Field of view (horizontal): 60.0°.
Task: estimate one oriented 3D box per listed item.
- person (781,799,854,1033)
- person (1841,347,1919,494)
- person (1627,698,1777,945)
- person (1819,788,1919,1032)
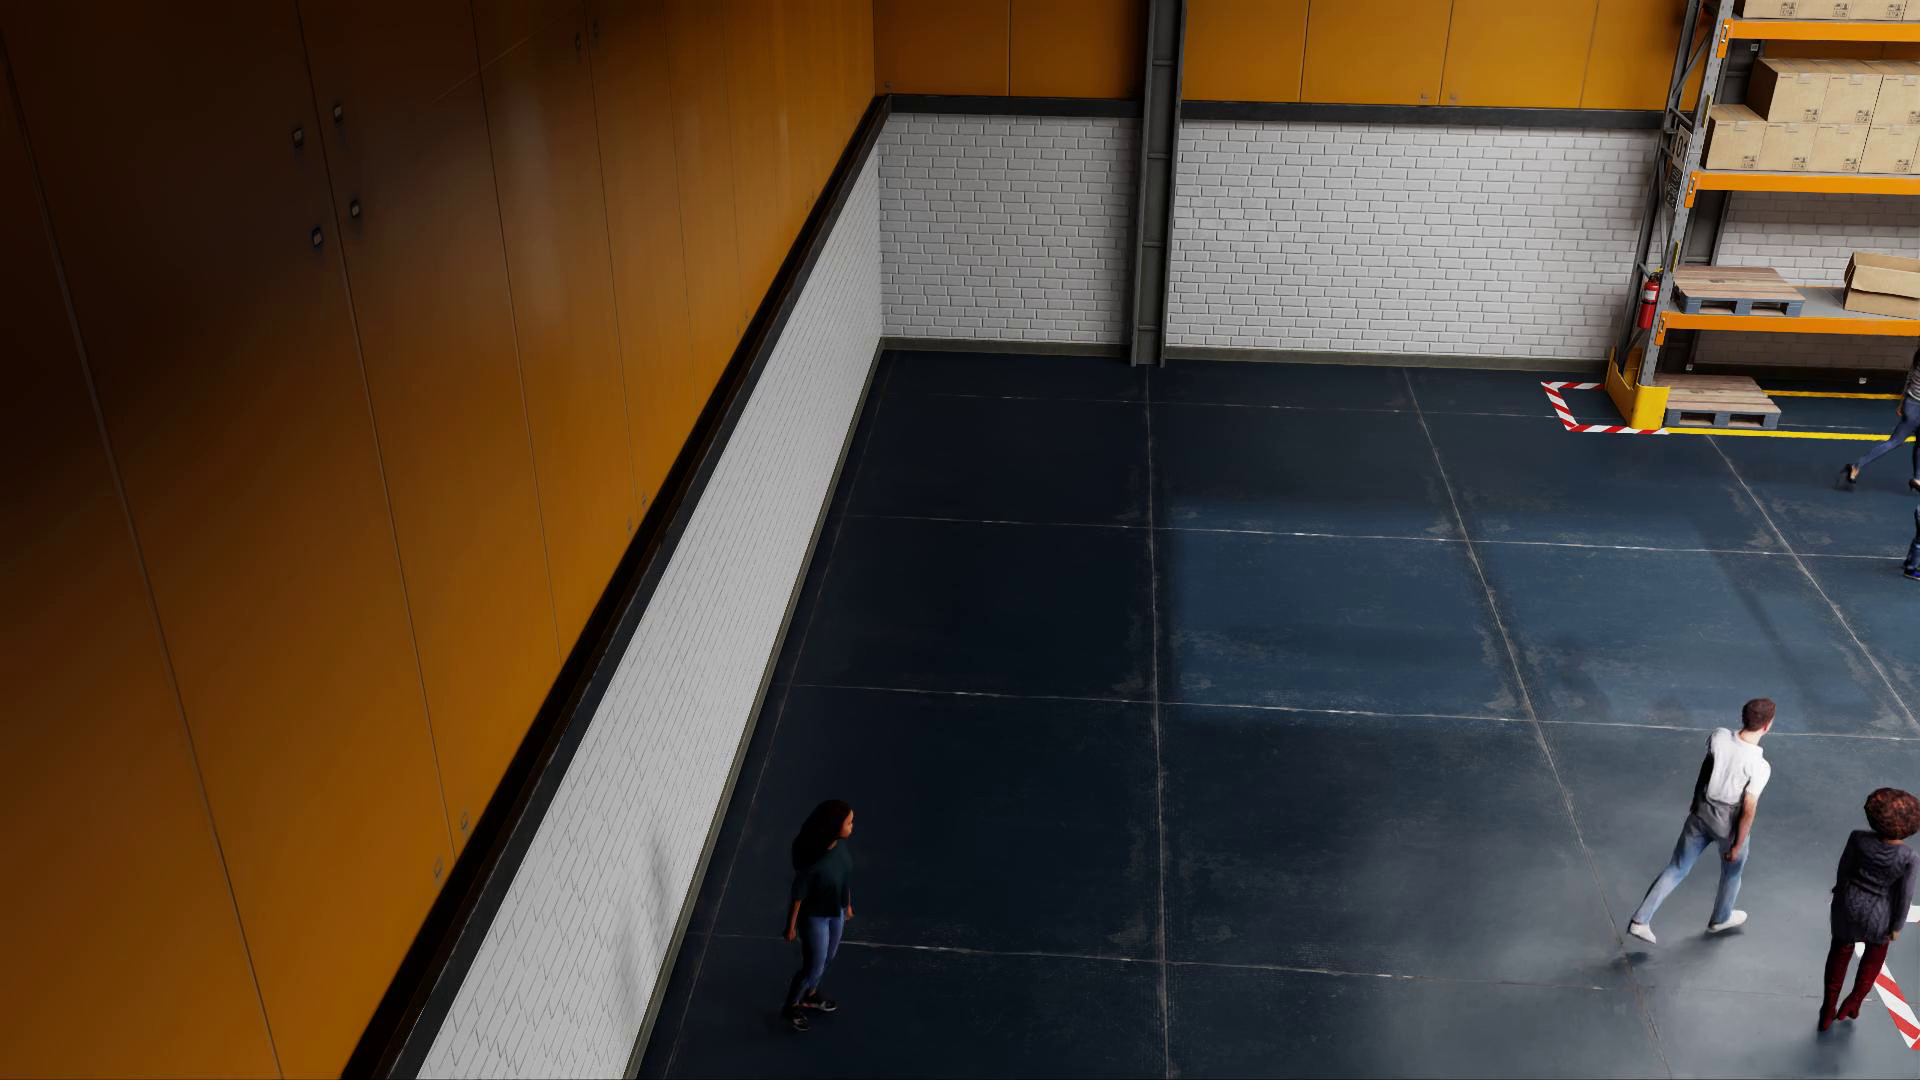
[{"bbox_3d":[-0.894,2.254,10.049,0.766,1.589,0.763,25,37,37],"label":"person"},{"bbox_3d":[9.235,-1.236,16.273,1.117,1.757,0.671,5,29,9],"label":"person"},{"bbox_3d":[4.738,1.846,10.567,1.310,1.810,1.077,-12,31,-21],"label":"person"},{"bbox_3d":[5.361,2.262,9.919,0.688,1.699,0.762,22,36,35],"label":"person"}]
